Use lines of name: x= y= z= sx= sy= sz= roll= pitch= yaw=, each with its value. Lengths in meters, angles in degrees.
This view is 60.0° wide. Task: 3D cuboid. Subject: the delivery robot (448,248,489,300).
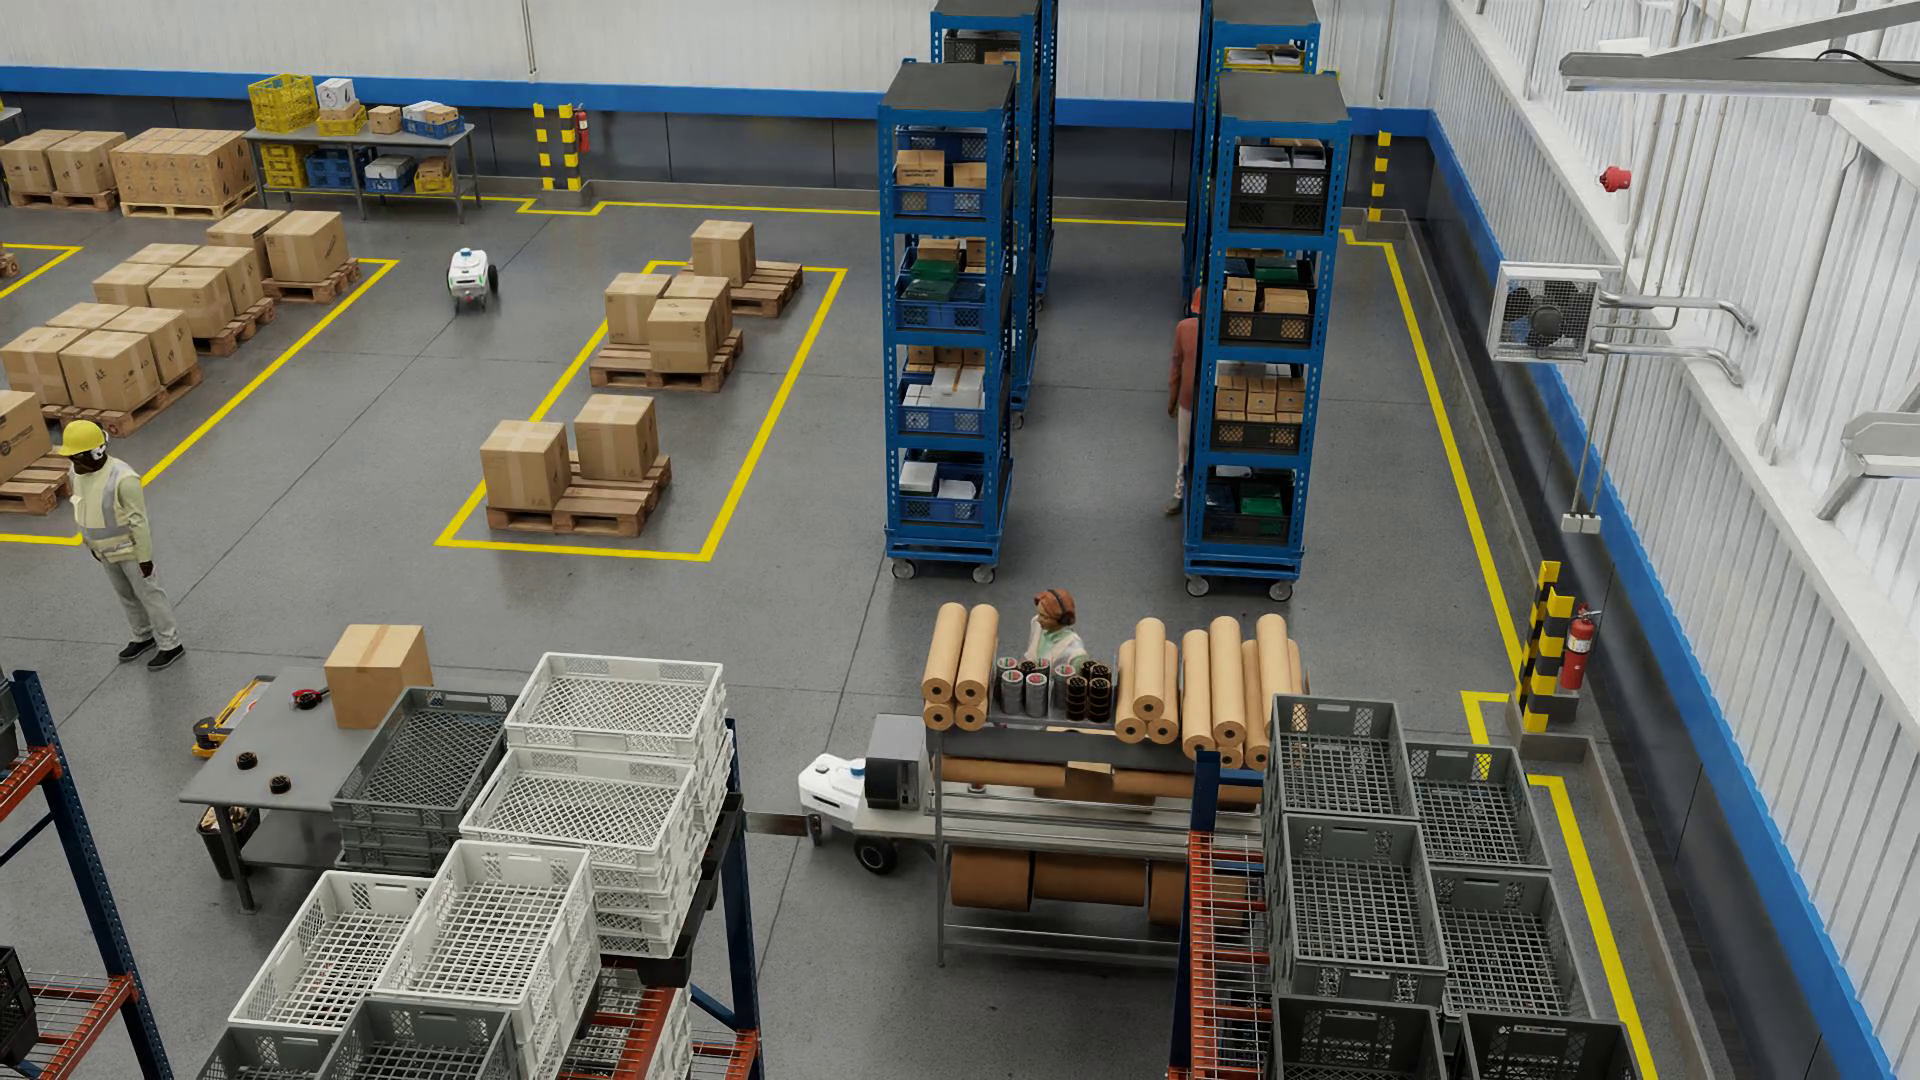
delivery robot: x=-5.015 y=-2.734 z=16.972 sx=0.477 sy=0.478 sz=0.707 roll=-5 pitch=31 yaw=-9

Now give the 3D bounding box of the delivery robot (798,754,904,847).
delivery robot: x=-0.587 y=1.497 z=9.706 sx=0.707 sy=0.478 sz=0.477 roll=16 pitch=34 yaw=25

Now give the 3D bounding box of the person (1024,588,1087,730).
person: x=0.545 y=0.977 z=9.623 sx=0.312 sy=1.632 sz=0.514 roll=-16 pitch=34 yaw=-25

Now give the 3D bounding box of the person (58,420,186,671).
person: x=-5.604 y=0.026 z=11.071 sx=0.598 sy=1.827 sz=0.403 roll=15 pitch=33 yaw=23

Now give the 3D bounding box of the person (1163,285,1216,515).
person: x=1.853 y=-1.048 z=12.756 sx=0.618 sy=1.985 sz=0.405 roll=21 pitch=36 yaw=31
